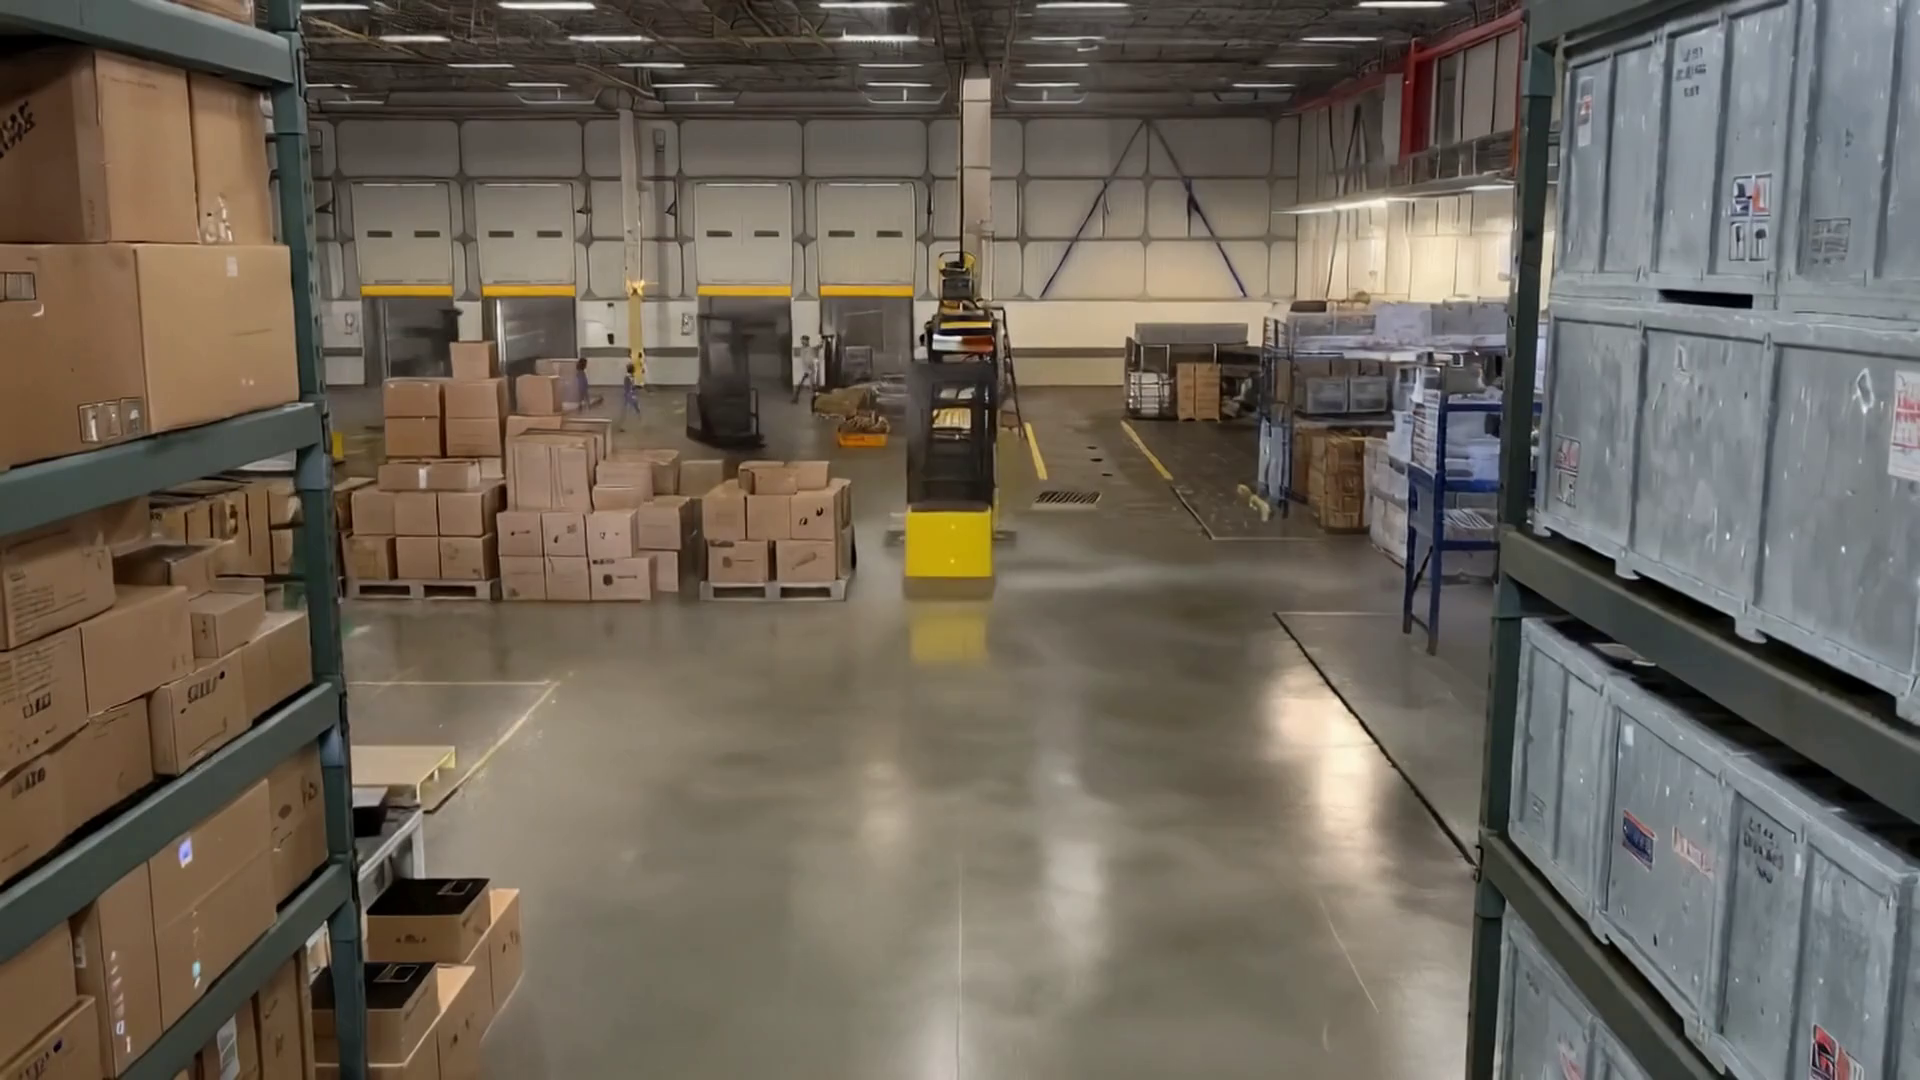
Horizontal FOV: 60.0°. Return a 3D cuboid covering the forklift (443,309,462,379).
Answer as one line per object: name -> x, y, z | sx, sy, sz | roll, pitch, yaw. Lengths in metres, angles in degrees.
forklift -> -11.663, -3.918, 38.306 | 1.873, 2.768, 1.129 | -3, 10, -17

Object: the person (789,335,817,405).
person -> -4.142, -4.595, 45.081 | 1.010, 1.892, 0.544 | 5, 11, 27

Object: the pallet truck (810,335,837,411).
pallet truck -> -3.021, -4.312, 43.126 | 1.885, 1.965, 0.823 | 3, 10, 17

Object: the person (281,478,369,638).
person -> -6.799, 0.185, 17.543 | 0.986, 1.870, 0.591 | -3, 10, -14

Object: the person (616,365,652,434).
person -> -7.476, -3.193, 37.825 | 0.856, 1.592, 0.532 | 0, 10, 2

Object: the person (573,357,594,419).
person -> -8.149, -2.997, 35.839 | 0.832, 1.913, 0.641 | -3, 10, -15

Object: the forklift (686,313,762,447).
forklift -> -5.157, -3.490, 35.836 | 1.129, 2.768, 1.873 | -5, 11, -27

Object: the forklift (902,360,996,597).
forklift -> -0.129, -0.810, 20.374 | 1.129, 2.768, 1.873 | 0, 10, 1
